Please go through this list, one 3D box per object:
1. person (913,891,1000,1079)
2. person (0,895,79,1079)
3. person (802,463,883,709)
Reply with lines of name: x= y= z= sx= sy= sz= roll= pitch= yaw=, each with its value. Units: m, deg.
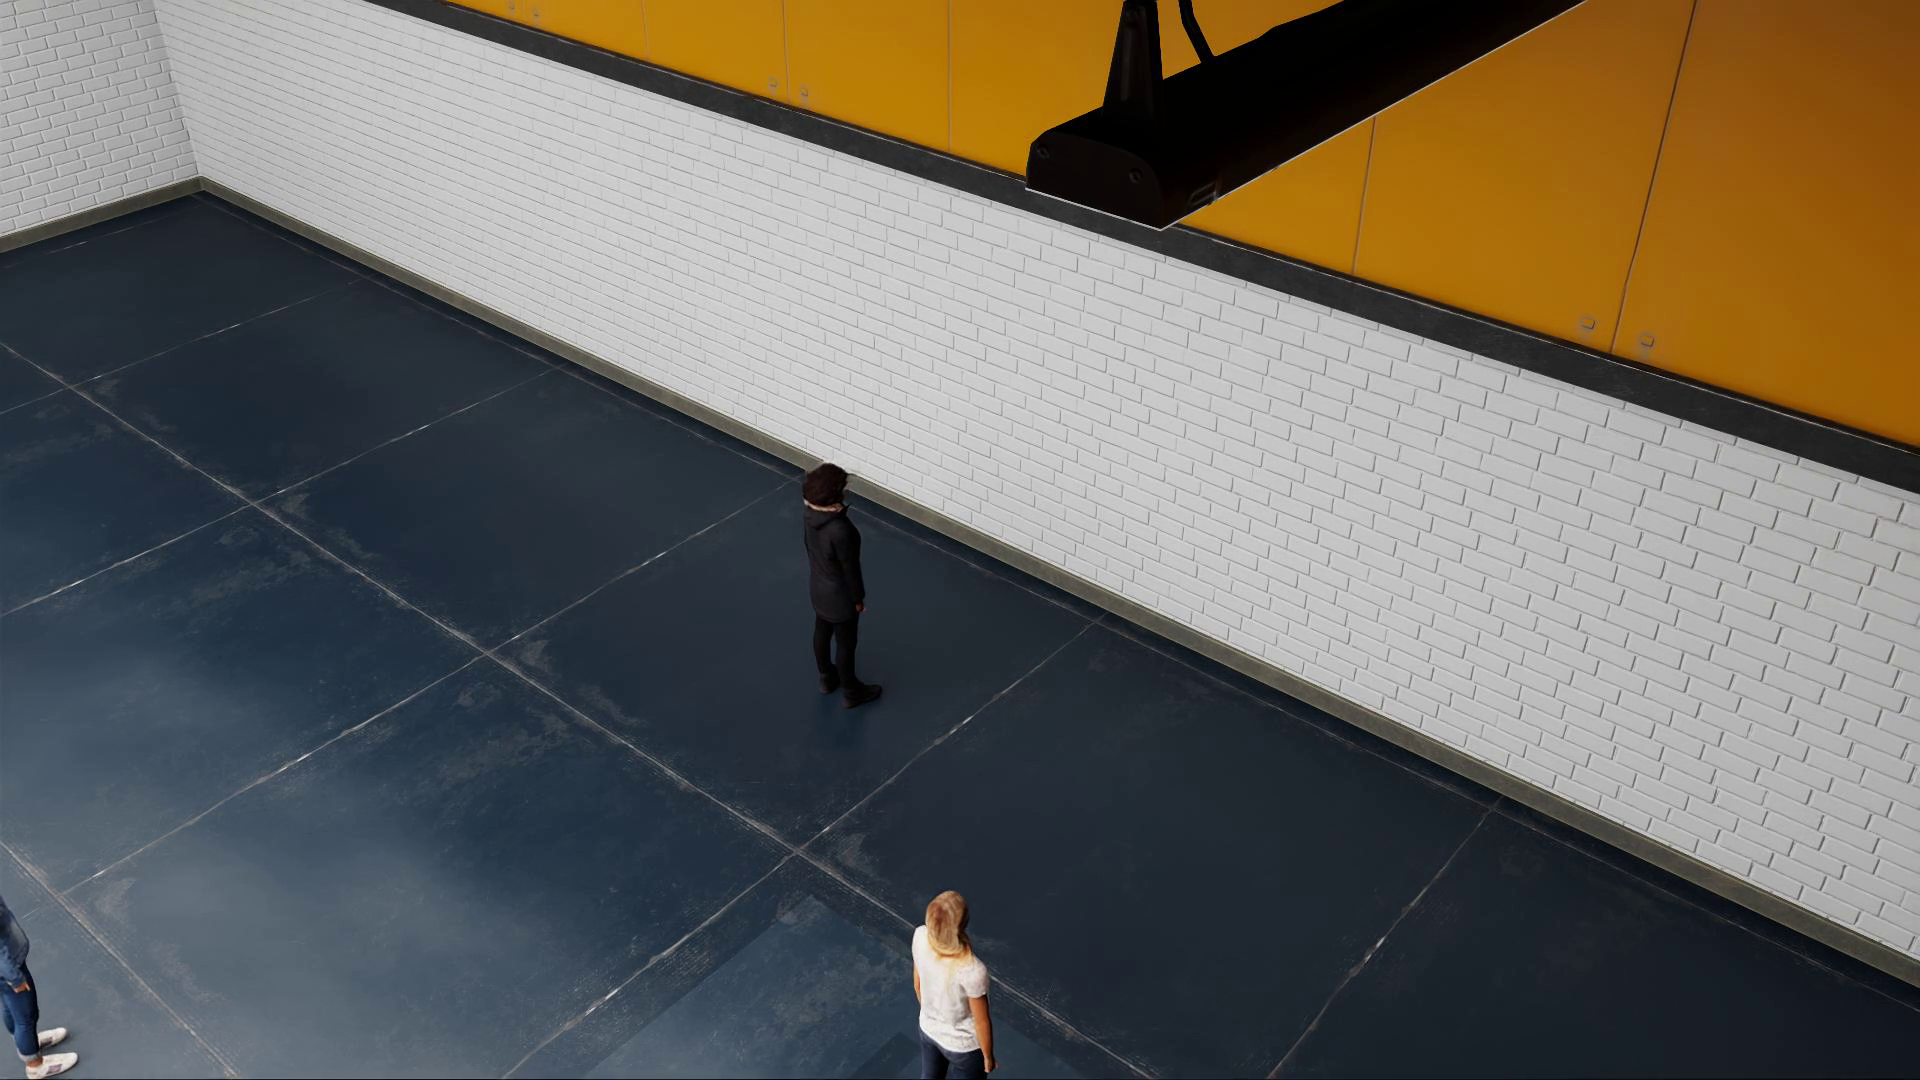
person: x=-0.039 y=2.273 z=7.602 sx=0.592 sy=1.808 sz=0.509 roll=27 pitch=42 yaw=34
person: x=-4.734 y=2.077 z=8.199 sx=0.532 sy=1.474 sz=0.593 roll=-26 pitch=41 yaw=-33
person: x=-0.797 y=0.295 z=10.602 sx=0.644 sy=1.780 sz=0.650 roll=-27 pitch=42 yaw=-34
